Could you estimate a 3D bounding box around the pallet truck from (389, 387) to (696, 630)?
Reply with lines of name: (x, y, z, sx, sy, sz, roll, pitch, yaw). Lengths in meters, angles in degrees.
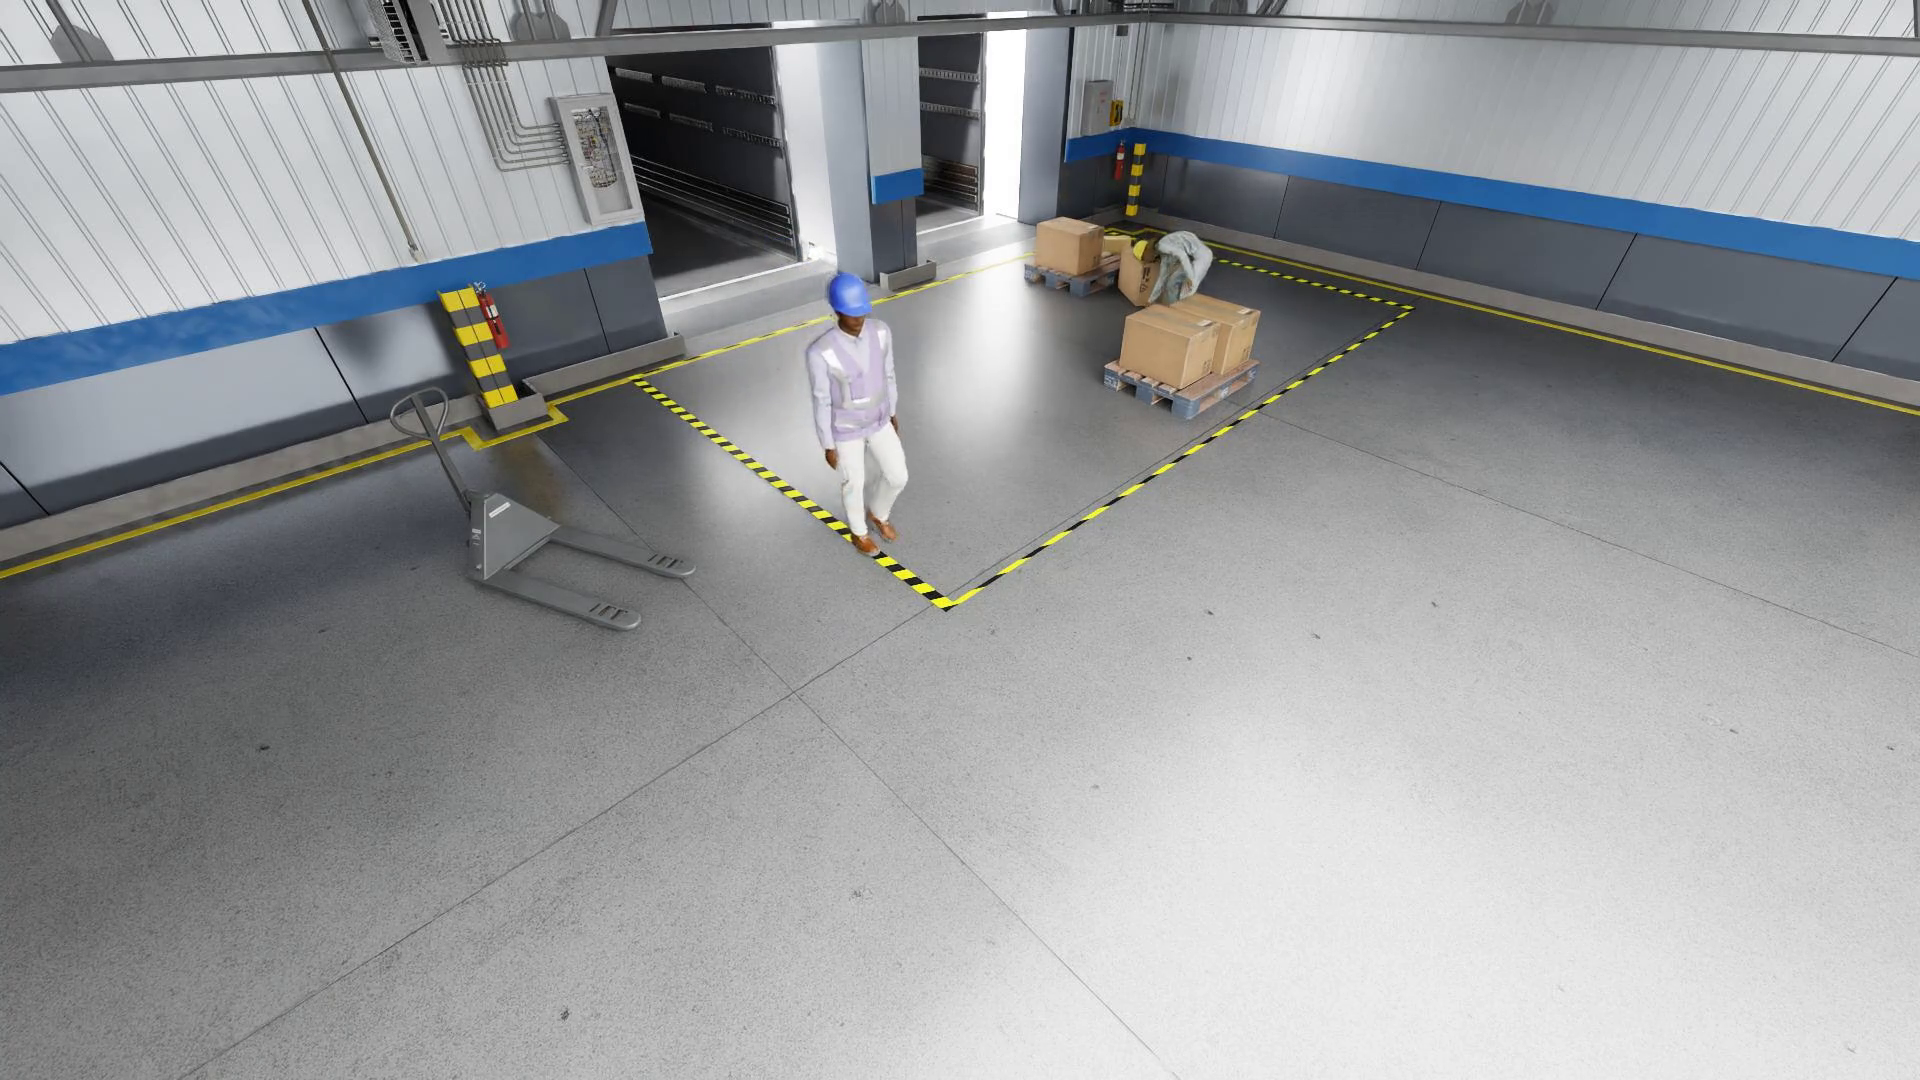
pallet truck: (-2.613, -0.247, 4.593, 1.601, 1.201, 0.680, 14, 40, 17)

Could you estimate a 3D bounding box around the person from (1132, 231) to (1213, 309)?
person: (2.270, -2.775, 7.989, 0.826, 1.098, 0.652, 5, 38, 6)

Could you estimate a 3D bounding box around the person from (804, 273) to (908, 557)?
person: (-0.626, -0.714, 4.629, 0.634, 1.927, 0.461, -26, 45, -30)
